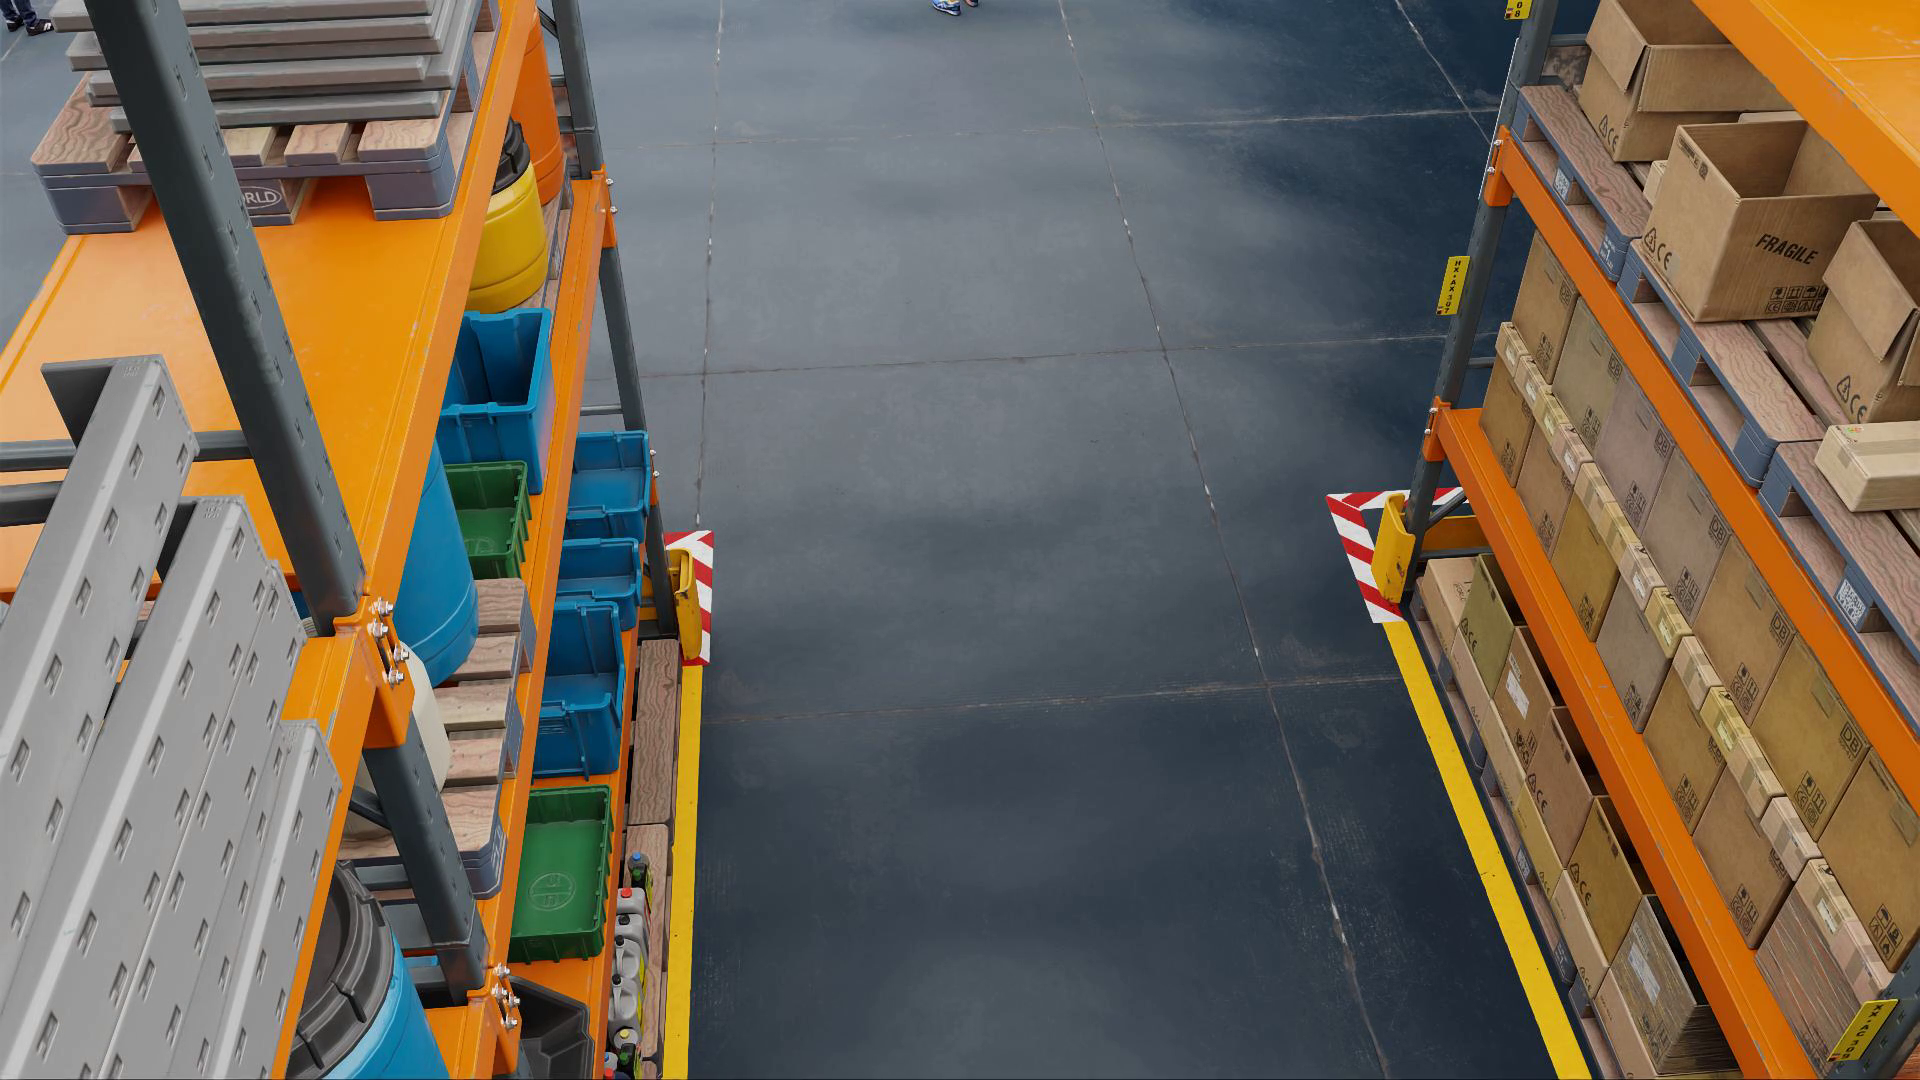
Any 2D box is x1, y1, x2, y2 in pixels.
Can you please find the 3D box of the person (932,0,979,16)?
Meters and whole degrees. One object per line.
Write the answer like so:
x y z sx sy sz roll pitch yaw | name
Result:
-0.008 -5.420 14.104 0.705 1.869 0.744 -32 51 -30 | person
